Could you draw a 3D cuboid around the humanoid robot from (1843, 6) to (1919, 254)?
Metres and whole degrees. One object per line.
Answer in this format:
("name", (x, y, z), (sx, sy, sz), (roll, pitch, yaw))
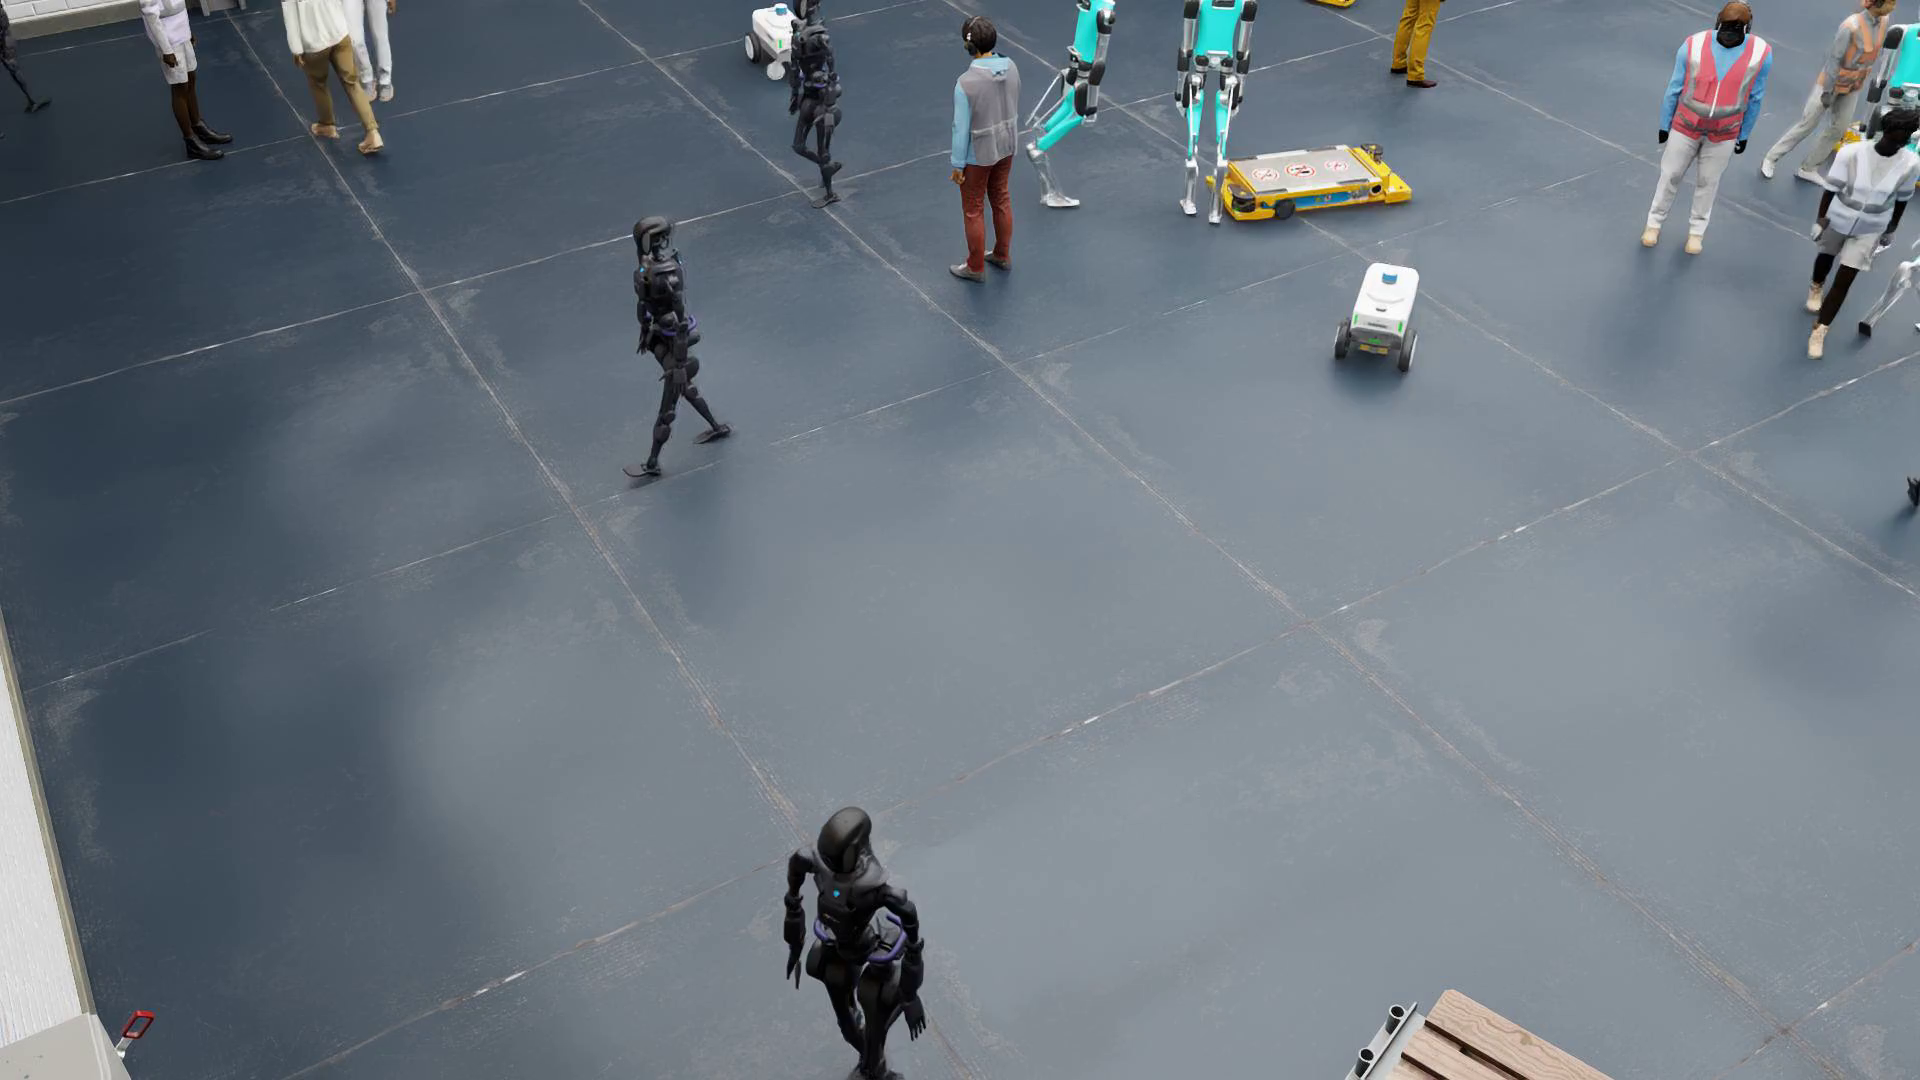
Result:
("humanoid robot", (6.595, -2.831, 11.659), (0.541, 1.743, 0.738), (12, 40, 15))

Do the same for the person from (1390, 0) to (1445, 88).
("person", (3.971, -4.730, 14.064), (0.342, 1.753, 0.529), (-9, 39, -12))

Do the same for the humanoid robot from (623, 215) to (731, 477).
("humanoid robot", (-1.712, -1.143, 9.637), (0.786, 1.622, 0.586), (-23, 44, -26))

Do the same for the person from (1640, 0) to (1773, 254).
("person", (5.233, -2.893, 11.689), (0.628, 1.835, 0.431), (14, 41, 17))

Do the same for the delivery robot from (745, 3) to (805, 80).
("delivery robot", (-1.576, -4.422, 14.644), (0.517, 0.598, 0.769), (-17, 41, -20))

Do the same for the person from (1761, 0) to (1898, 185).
("person", (6.624, -3.471, 12.595), (0.524, 1.602, 0.486), (-16, 41, -19))

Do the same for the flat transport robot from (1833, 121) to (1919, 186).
("flat transport robot", (7.583, -2.990, 13.064), (0.659, 0.231, 1.431), (-18, 42, -21))

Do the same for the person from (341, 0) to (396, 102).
("person", (-4.925, -4.515, 13.707), (0.576, 1.865, 0.465), (-8, 39, -10))

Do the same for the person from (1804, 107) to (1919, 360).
("person", (5.818, -2.077, 10.799), (0.528, 1.649, 0.871), (18, 42, 21))

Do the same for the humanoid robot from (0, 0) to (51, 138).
("humanoid robot", (-7.935, -4.162, 13.451), (0.603, 1.631, 0.724), (30, 47, 32))

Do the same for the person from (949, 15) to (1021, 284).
("person", (0.176, -2.626, 11.317), (0.542, 1.870, 0.418), (-29, 47, -32))

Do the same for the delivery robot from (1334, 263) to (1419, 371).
("delivery robot", (2.789, -1.503, 10.957), (0.499, 0.593, 0.789), (13, 40, 15))

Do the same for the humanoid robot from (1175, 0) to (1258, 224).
("humanoid robot", (1.865, -3.156, 12.086), (0.567, 1.748, 0.856), (-2, 38, -2))

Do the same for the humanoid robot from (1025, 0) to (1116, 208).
("humanoid robot", (0.734, -3.233, 12.209), (0.748, 1.789, 0.543), (-9, 39, -12))

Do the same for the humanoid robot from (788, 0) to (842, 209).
("humanoid robot", (-1.028, -3.251, 12.259), (0.418, 1.654, 0.599), (-24, 44, -28))

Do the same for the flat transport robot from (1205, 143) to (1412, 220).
("flat transport robot", (2.670, -2.745, 12.756), (1.431, 0.231, 0.659), (-9, 39, -11))

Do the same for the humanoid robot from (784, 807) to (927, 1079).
("humanoid robot", (-0.384, 1.572, 6.175), (0.608, 1.643, 0.370), (17, 41, 20))

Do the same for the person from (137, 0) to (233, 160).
("person", (-6.095, -3.919, 12.895), (0.350, 1.939, 0.543), (-3, 38, -3))

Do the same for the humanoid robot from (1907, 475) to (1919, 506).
("humanoid robot", (5.700, -0.939, 9.356), (0.597, 1.639, 0.612), (-16, 41, -19))

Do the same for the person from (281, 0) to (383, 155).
("person", (-4.971, -3.870, 13.011), (0.904, 1.718, 0.550), (30, 47, 32))

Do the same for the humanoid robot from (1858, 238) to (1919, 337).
("humanoid robot", (6.391, -2.025, 10.718), (0.927, 1.820, 0.531), (-7, 39, -8))

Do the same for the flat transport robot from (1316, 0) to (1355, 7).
("flat transport robot", (3.777, -5.594, 16.351), (0.659, 0.231, 1.431), (22, 43, 26))
